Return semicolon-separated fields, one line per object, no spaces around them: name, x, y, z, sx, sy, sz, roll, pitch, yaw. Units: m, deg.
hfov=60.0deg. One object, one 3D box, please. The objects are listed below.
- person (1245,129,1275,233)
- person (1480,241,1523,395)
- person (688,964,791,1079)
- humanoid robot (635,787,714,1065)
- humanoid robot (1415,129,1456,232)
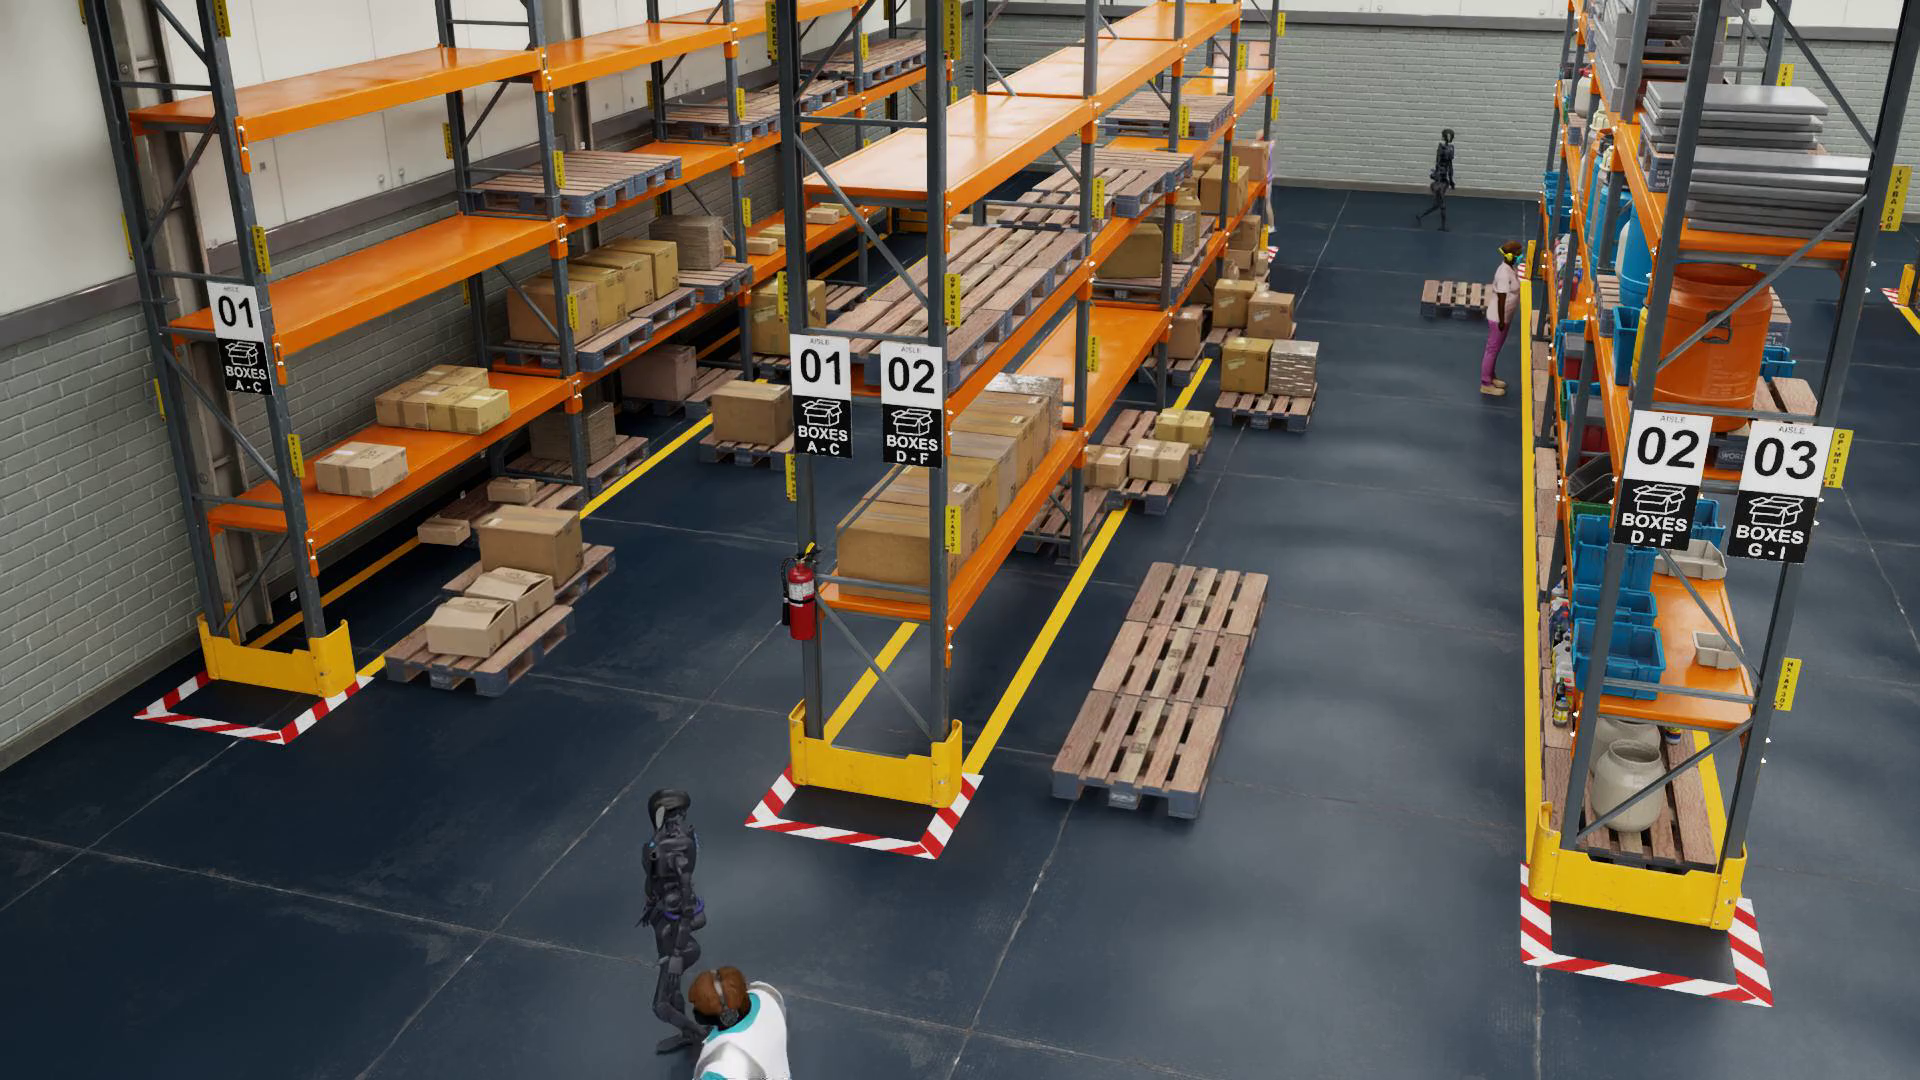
person;4.745;-5.775;26.804;0.839;1.657;0.483;3;24;8
person;6.263;-2.575;19.225;0.333;1.795;0.522;10;25;22
person;-0.893;2.584;7.237;0.632;1.805;0.635;7;24;15
humanoid robot;-1.507;2.011;8.726;0.378;1.645;0.599;-11;26;-24
humanoid robot;7.780;-5.866;27.053;0.725;1.644;0.589;18;29;36
